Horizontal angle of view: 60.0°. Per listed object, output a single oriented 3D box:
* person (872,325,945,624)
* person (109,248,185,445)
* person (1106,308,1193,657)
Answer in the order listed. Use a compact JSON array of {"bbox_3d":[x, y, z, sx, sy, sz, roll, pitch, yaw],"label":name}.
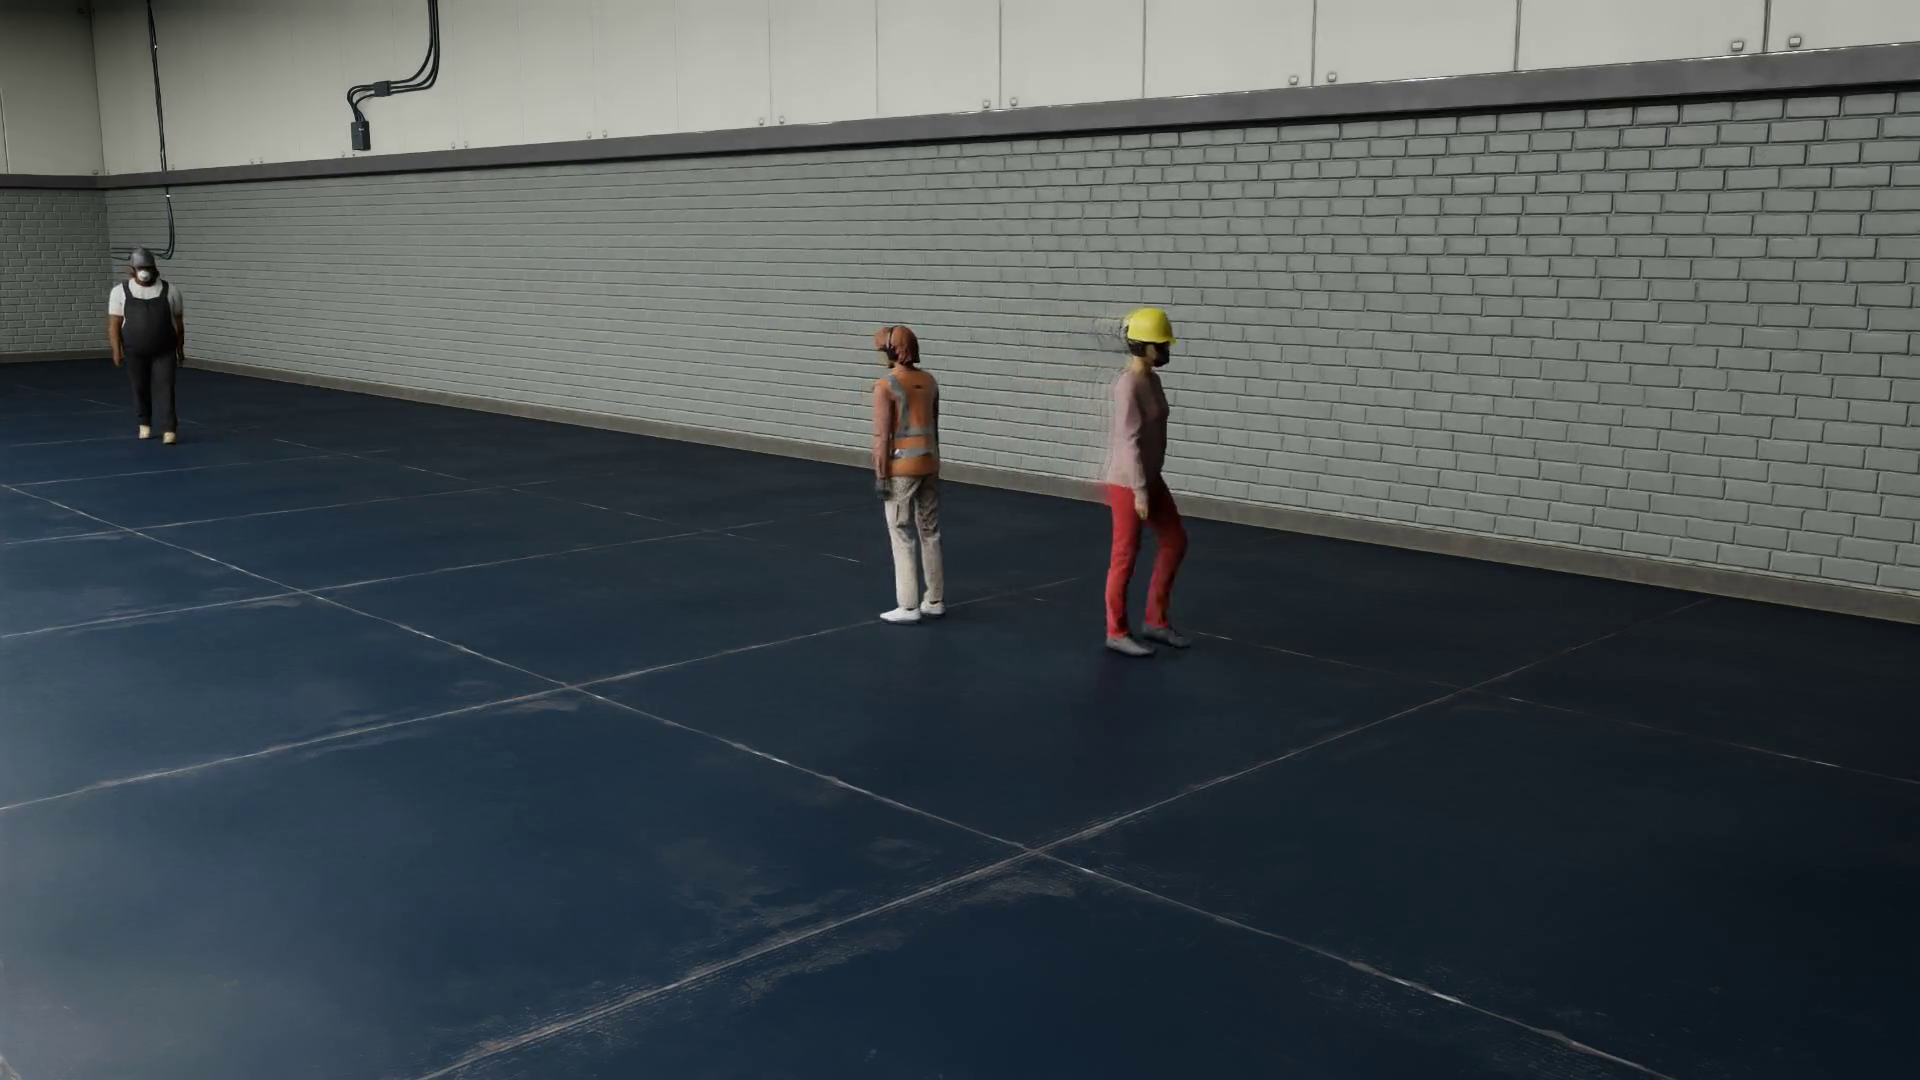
[{"bbox_3d":[-0.290,-0.363,9.142,0.337,1.629,0.520,8,13,37],"label":"person"},{"bbox_3d":[-8.368,-2.019,17.154,0.692,2.000,0.988,-4,11,-23],"label":"person"},{"bbox_3d":[0.971,-0.272,8.285,0.557,1.746,0.561,5,11,25],"label":"person"}]
